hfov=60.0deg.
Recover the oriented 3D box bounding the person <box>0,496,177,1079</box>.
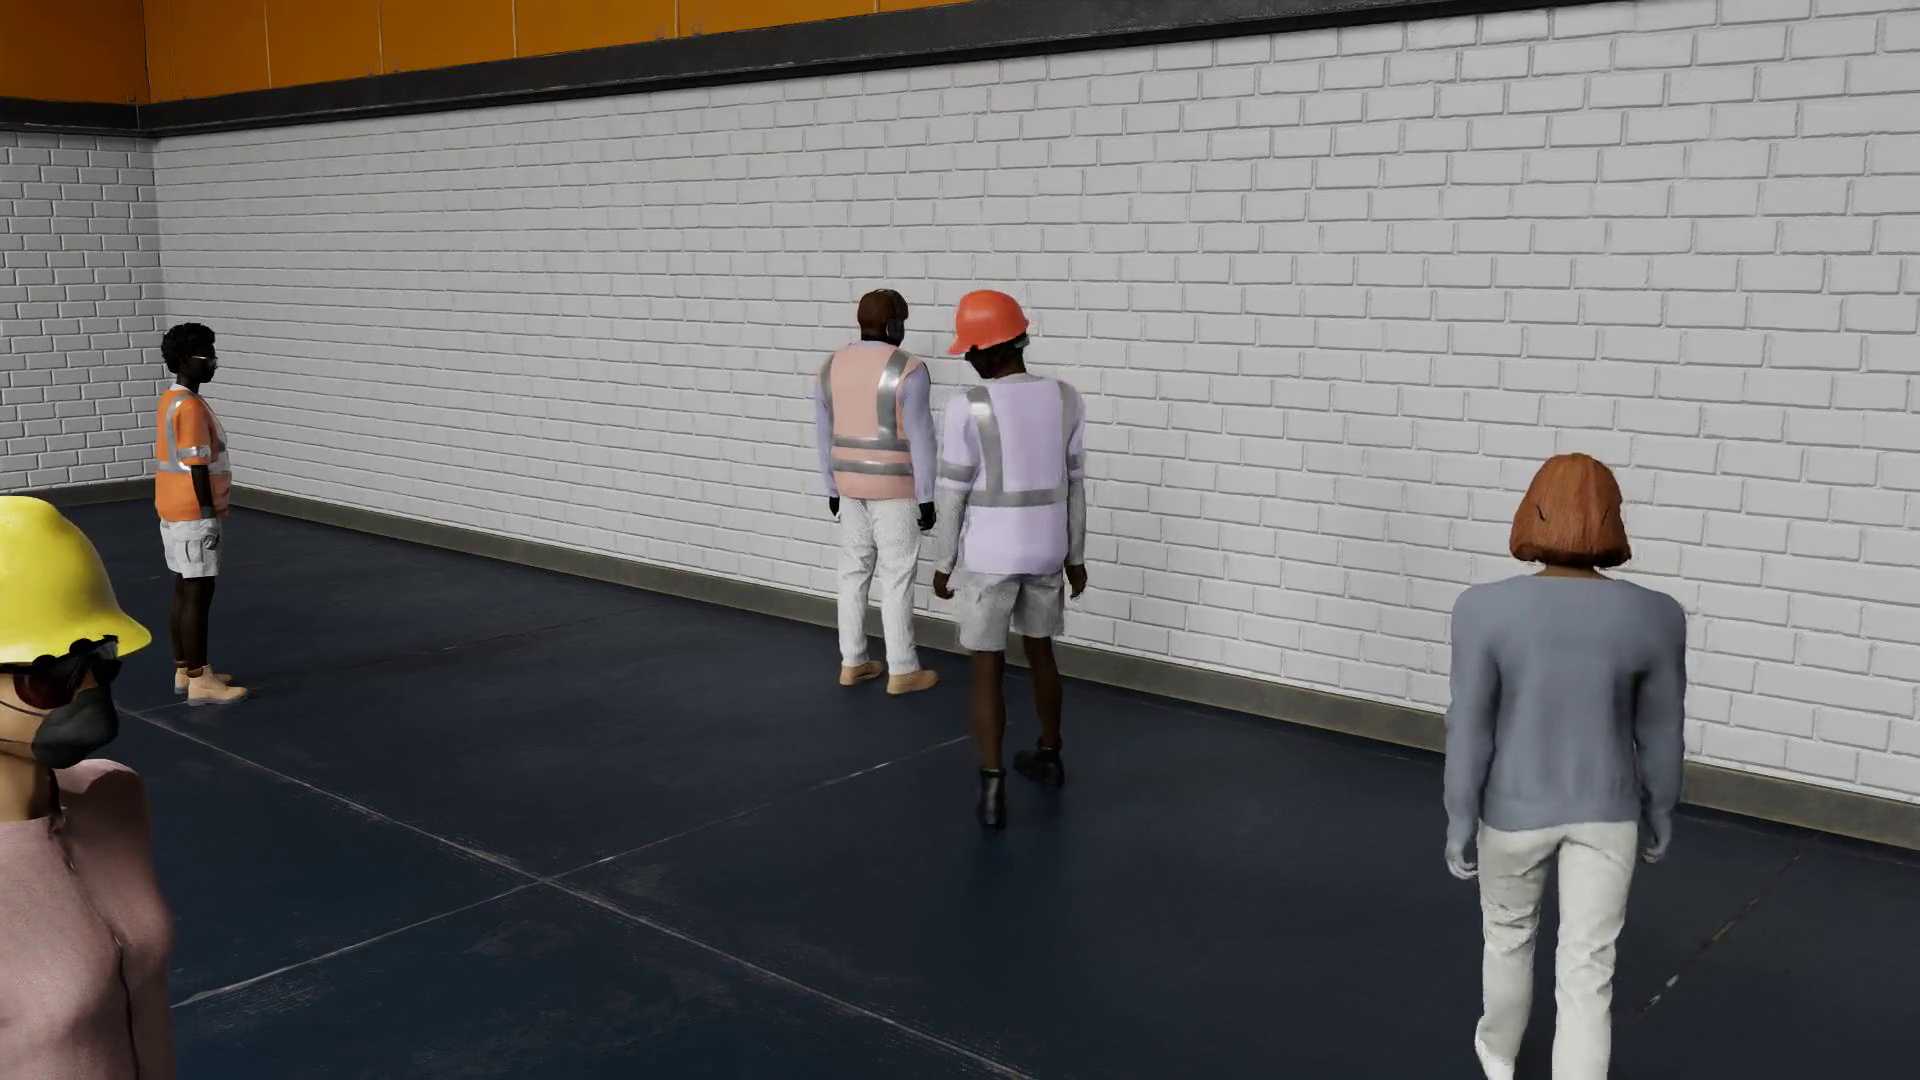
[{"bbox_3d":[-1.001,0.827,1.856,0.309,1.769,0.524,0,10,1],"label":"person"}]

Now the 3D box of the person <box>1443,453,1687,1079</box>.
[{"bbox_3d":[1.321,0.598,3.667,0.513,1.583,0.879,2,10,12],"label":"person"}]

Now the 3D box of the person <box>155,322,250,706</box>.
[{"bbox_3d":[-3.410,-0.119,7.429,0.318,1.698,0.539,-7,12,-34],"label":"person"}]

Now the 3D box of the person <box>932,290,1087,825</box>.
[{"bbox_3d":[0.204,0.048,5.989,0.595,1.884,0.613,-5,11,-24],"label":"person"}]

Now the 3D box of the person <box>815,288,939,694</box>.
[{"bbox_3d":[-0.354,-0.223,7.624,0.633,1.840,0.429,7,12,35],"label":"person"}]
